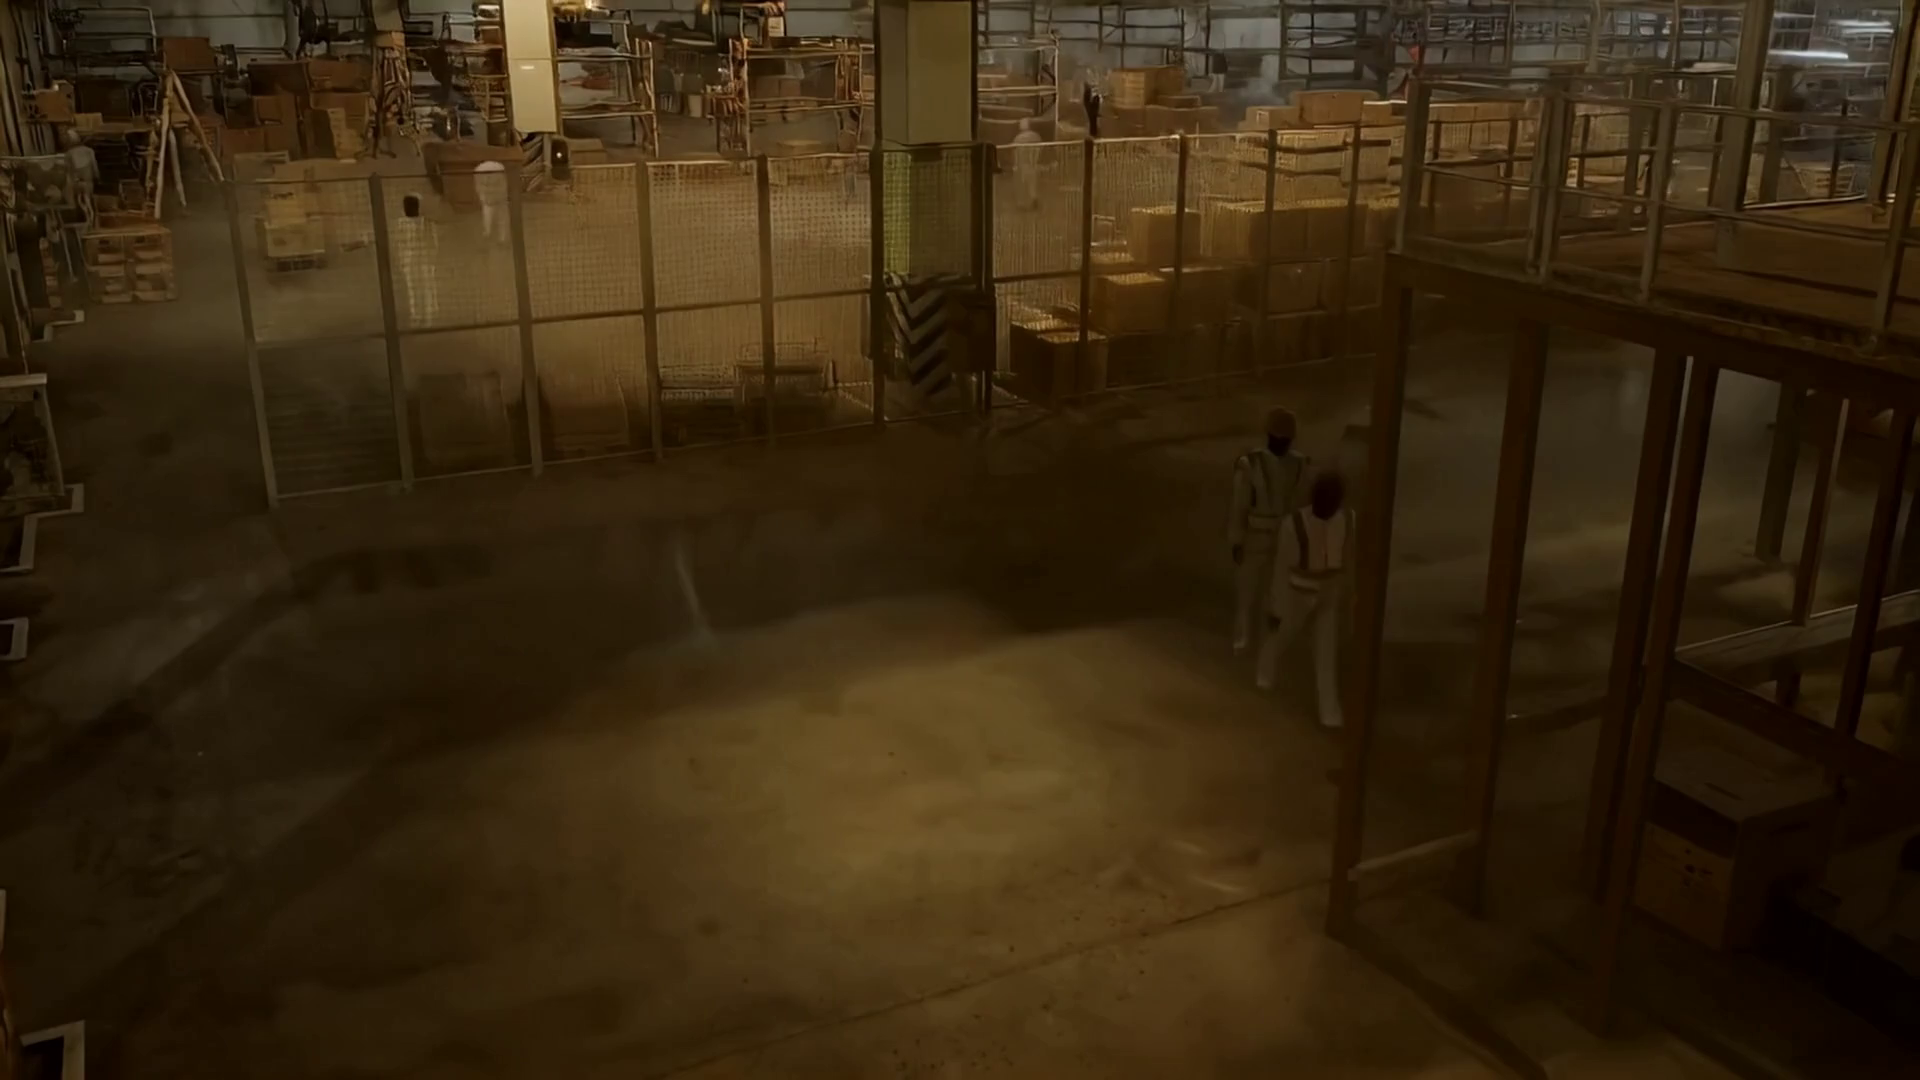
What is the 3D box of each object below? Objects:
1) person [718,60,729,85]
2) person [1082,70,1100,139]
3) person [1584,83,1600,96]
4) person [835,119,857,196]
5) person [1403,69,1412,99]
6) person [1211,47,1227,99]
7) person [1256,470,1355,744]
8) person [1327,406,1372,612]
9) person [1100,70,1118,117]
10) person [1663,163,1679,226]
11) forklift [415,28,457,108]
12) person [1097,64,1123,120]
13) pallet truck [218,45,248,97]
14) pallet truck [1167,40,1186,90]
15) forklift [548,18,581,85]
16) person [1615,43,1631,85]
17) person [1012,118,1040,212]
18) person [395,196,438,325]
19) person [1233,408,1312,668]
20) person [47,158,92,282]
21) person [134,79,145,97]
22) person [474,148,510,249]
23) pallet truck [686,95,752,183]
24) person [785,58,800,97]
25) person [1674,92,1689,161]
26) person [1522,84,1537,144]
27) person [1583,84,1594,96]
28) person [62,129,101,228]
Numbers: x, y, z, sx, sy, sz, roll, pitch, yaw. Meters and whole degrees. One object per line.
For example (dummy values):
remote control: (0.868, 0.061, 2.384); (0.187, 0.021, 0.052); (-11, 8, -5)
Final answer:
person: (-7.965, -15.420, 56.859); (0.732, 1.905, 0.584); (-8, 21, -22)
person: (3.891, -12.928, 49.415); (0.536, 2.000, 0.683); (-2, 19, -6)
person: (18.617, -12.703, 49.335); (0.553, 1.652, 0.867); (-5, 20, -15)
person: (-2.562, -8.613, 37.441); (0.535, 1.693, 0.321); (5, 20, 15)
person: (13.857, -13.591, 51.521); (0.384, 1.918, 0.596); (2, 19, 6)
person: (10.101, -18.216, 64.831); (0.620, 1.983, 0.557); (-8, 20, -21)
person: (2.324, 0.387, 11.145); (0.639, 1.830, 1.027); (-6, 20, -18)
person: (2.996, -0.181, 12.940); (0.696, 1.718, 0.501); (-15, 24, -36)
person: (4.952, -15.166, 56.582); (0.902, 1.587, 0.503); (-2, 19, -6)
person: (11.953, -5.408, 27.972); (0.942, 1.828, 0.507); (7, 20, 18)
forklift: (-19.190, -17.109, 60.266); (1.873, 2.768, 1.129); (-1, 19, -2)
person: (5.001, -14.955, 55.600); (0.959, 1.829, 0.586); (3, 19, 9)
pallet truck: (-28.879, -18.665, 66.111); (0.823, 1.965, 1.885); (-3, 19, -9)
pallet truck: (9.045, -19.971, 69.895); (0.823, 1.965, 1.885); (-3, 19, -8)
forklift: (-17.512, -21.086, 71.793); (1.873, 2.768, 1.129); (-9, 21, -25)
person: (28.771, -20.619, 72.101); (0.715, 1.786, 0.672); (4, 19, 11)
person: (1.399, -7.829, 34.799); (0.632, 1.927, 0.571); (-8, 21, -22)
person: (-7.802, -4.014, 23.876); (0.634, 1.841, 0.429); (5, 20, 14)
person: (2.272, -0.022, 12.139); (0.605, 1.949, 0.402); (-6, 20, -16)
person: (-14.479, -5.216, 27.127); (0.612, 1.995, 0.378); (-18, 26, -42)
person: (-25.265, -13.413, 51.441); (0.527, 1.631, 0.319); (7, 20, 20)
person: (-8.509, -6.210, 30.280); (0.631, 1.821, 0.770); (2, 19, 6)
pallet truck: (-5.836, -9.608, 39.856); (0.823, 1.965, 1.885); (10, 22, 27)
person: (-6.234, -17.165, 61.851); (0.630, 1.938, 0.369); (-17, 25, -40)
person: (18.960, -10.929, 43.980); (0.601, 1.802, 0.601); (-3, 19, -9)
person: (15.669, -11.591, 45.800); (0.309, 1.868, 0.534); (17, 26, 41)
person: (17.106, -11.530, 45.594); (0.549, 1.883, 0.985); (-11, 22, -29)
person: (-17.224, -7.065, 32.586); (0.369, 1.928, 0.586); (15, 24, 36)
